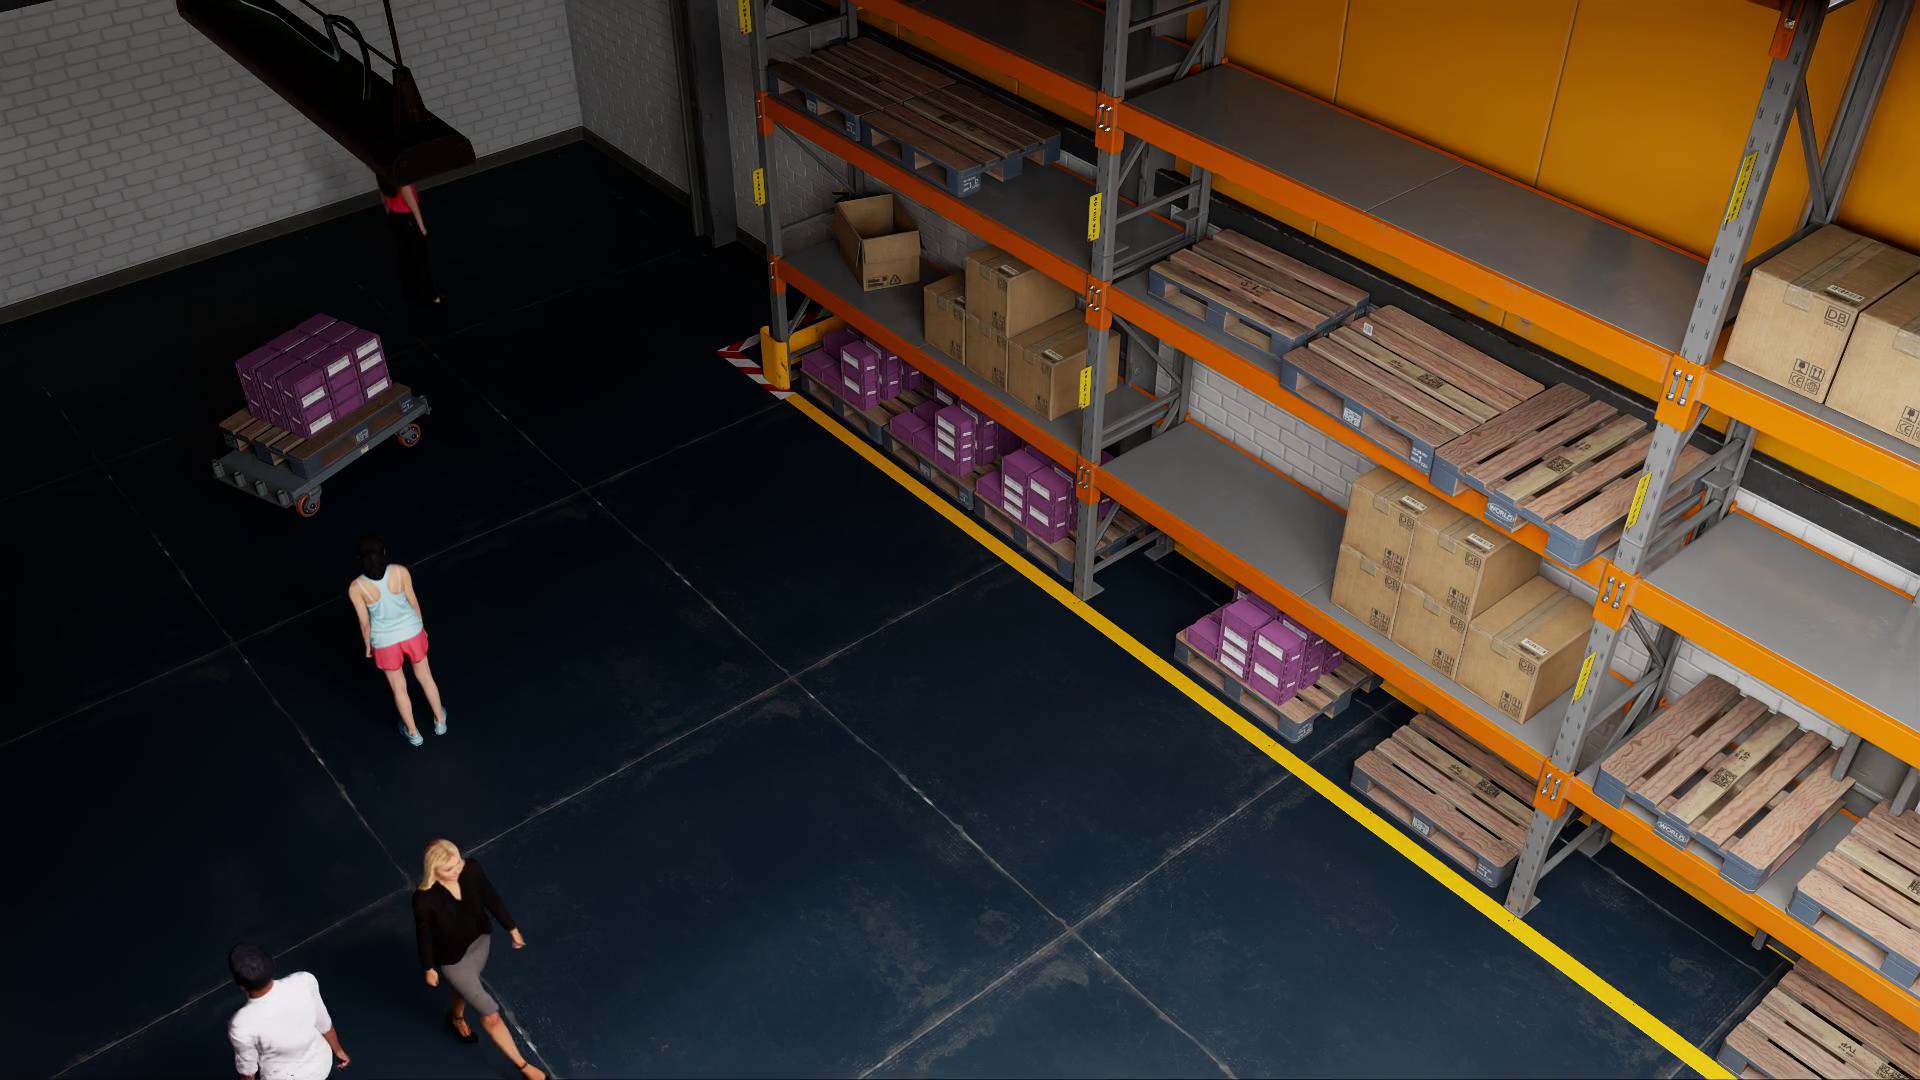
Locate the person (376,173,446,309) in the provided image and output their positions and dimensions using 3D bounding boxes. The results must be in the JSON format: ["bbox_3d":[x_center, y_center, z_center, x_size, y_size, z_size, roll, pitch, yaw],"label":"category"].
[{"bbox_3d":[-5.294,-3.006,15.906,0.537,1.661,0.696,22,44,25],"label":"person"}]

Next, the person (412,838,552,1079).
[{"bbox_3d":[-2.802,2.265,9.197,1.178,1.798,0.879,22,43,25],"label":"person"}]

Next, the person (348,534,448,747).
[{"bbox_3d":[-3.801,0.663,11.229,0.628,1.764,0.628,-20,43,-23],"label":"person"}]

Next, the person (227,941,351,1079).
[{"bbox_3d":[-3.371,2.780,8.576,1.255,1.767,0.872,24,44,27],"label":"person"}]
